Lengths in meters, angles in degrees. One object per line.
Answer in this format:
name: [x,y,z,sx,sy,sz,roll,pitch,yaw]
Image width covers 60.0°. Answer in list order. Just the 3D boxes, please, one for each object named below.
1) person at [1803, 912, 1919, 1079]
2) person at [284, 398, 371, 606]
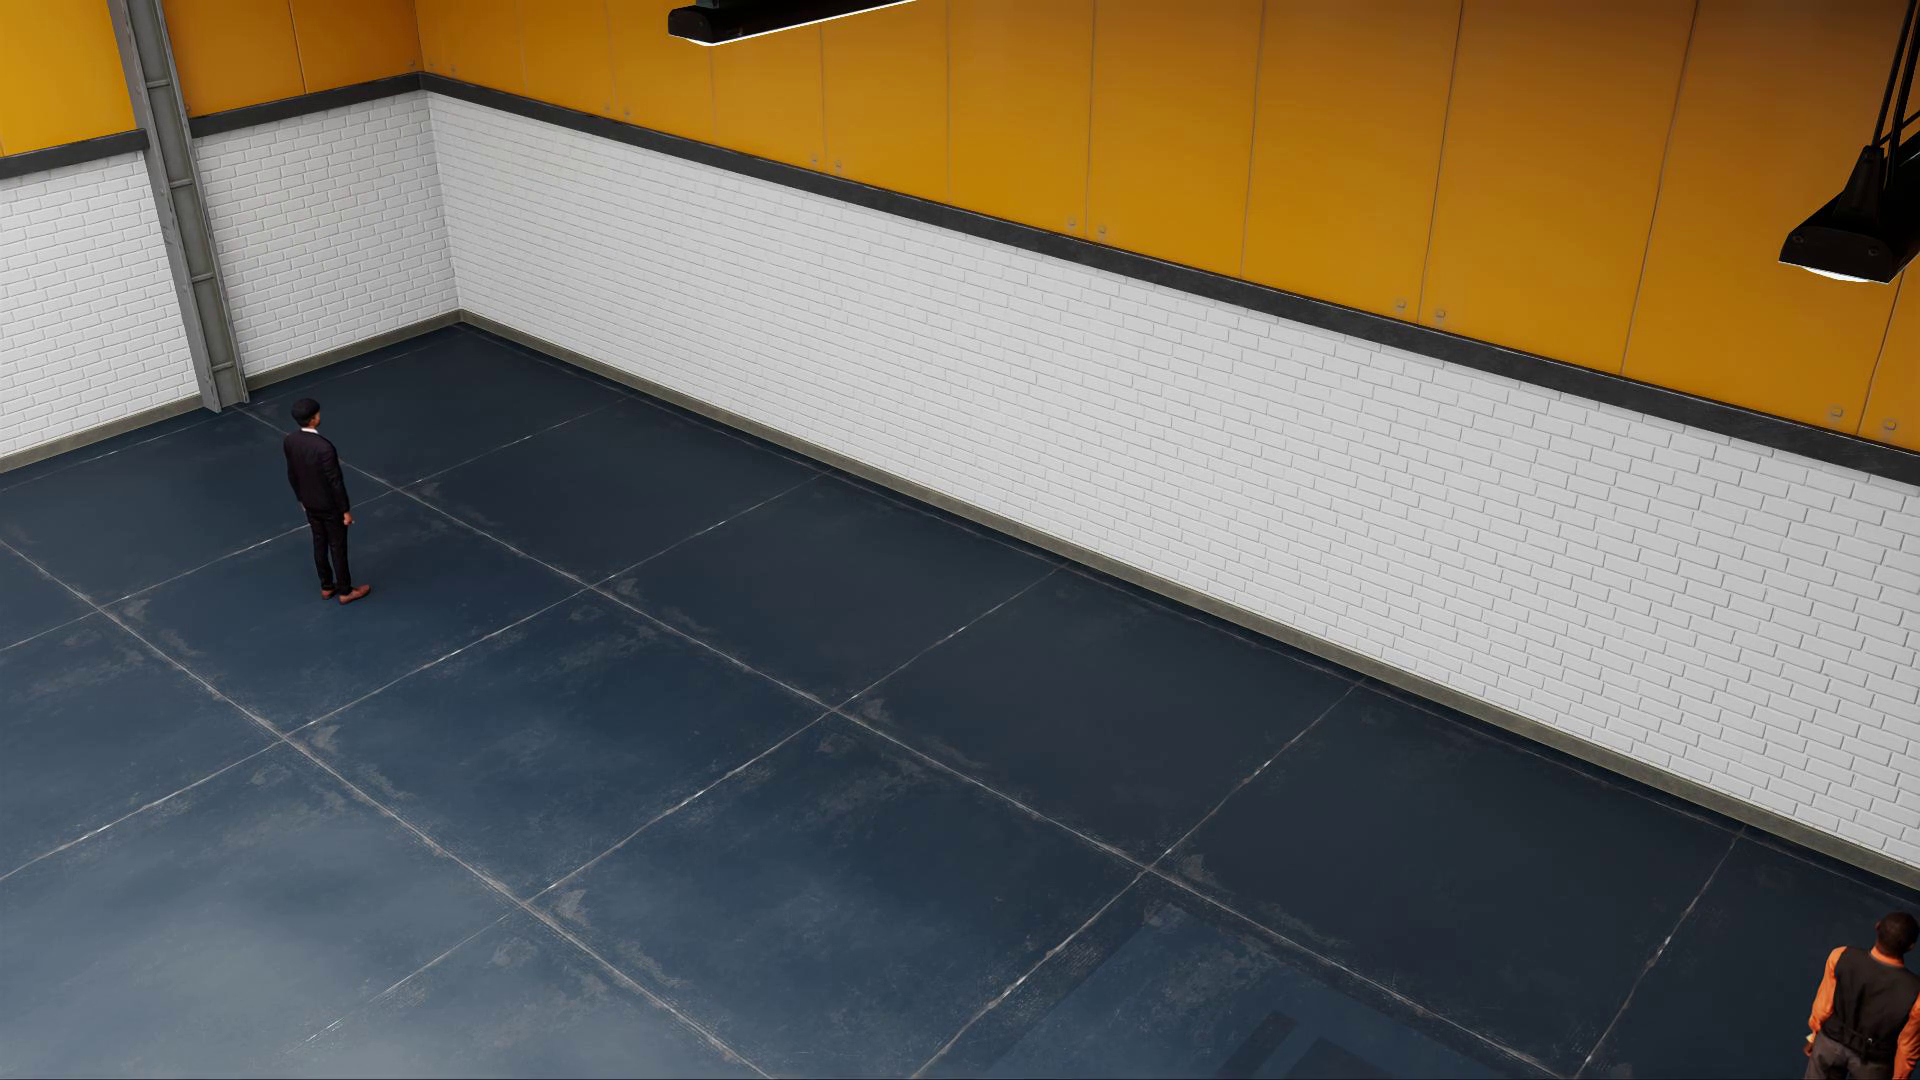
person: [4.659,2.699,8.662,0.624,1.908,0.704,-25,37,-38]
person: [-5.472,-0.337,14.256,0.755,1.882,0.647,13,31,22]
